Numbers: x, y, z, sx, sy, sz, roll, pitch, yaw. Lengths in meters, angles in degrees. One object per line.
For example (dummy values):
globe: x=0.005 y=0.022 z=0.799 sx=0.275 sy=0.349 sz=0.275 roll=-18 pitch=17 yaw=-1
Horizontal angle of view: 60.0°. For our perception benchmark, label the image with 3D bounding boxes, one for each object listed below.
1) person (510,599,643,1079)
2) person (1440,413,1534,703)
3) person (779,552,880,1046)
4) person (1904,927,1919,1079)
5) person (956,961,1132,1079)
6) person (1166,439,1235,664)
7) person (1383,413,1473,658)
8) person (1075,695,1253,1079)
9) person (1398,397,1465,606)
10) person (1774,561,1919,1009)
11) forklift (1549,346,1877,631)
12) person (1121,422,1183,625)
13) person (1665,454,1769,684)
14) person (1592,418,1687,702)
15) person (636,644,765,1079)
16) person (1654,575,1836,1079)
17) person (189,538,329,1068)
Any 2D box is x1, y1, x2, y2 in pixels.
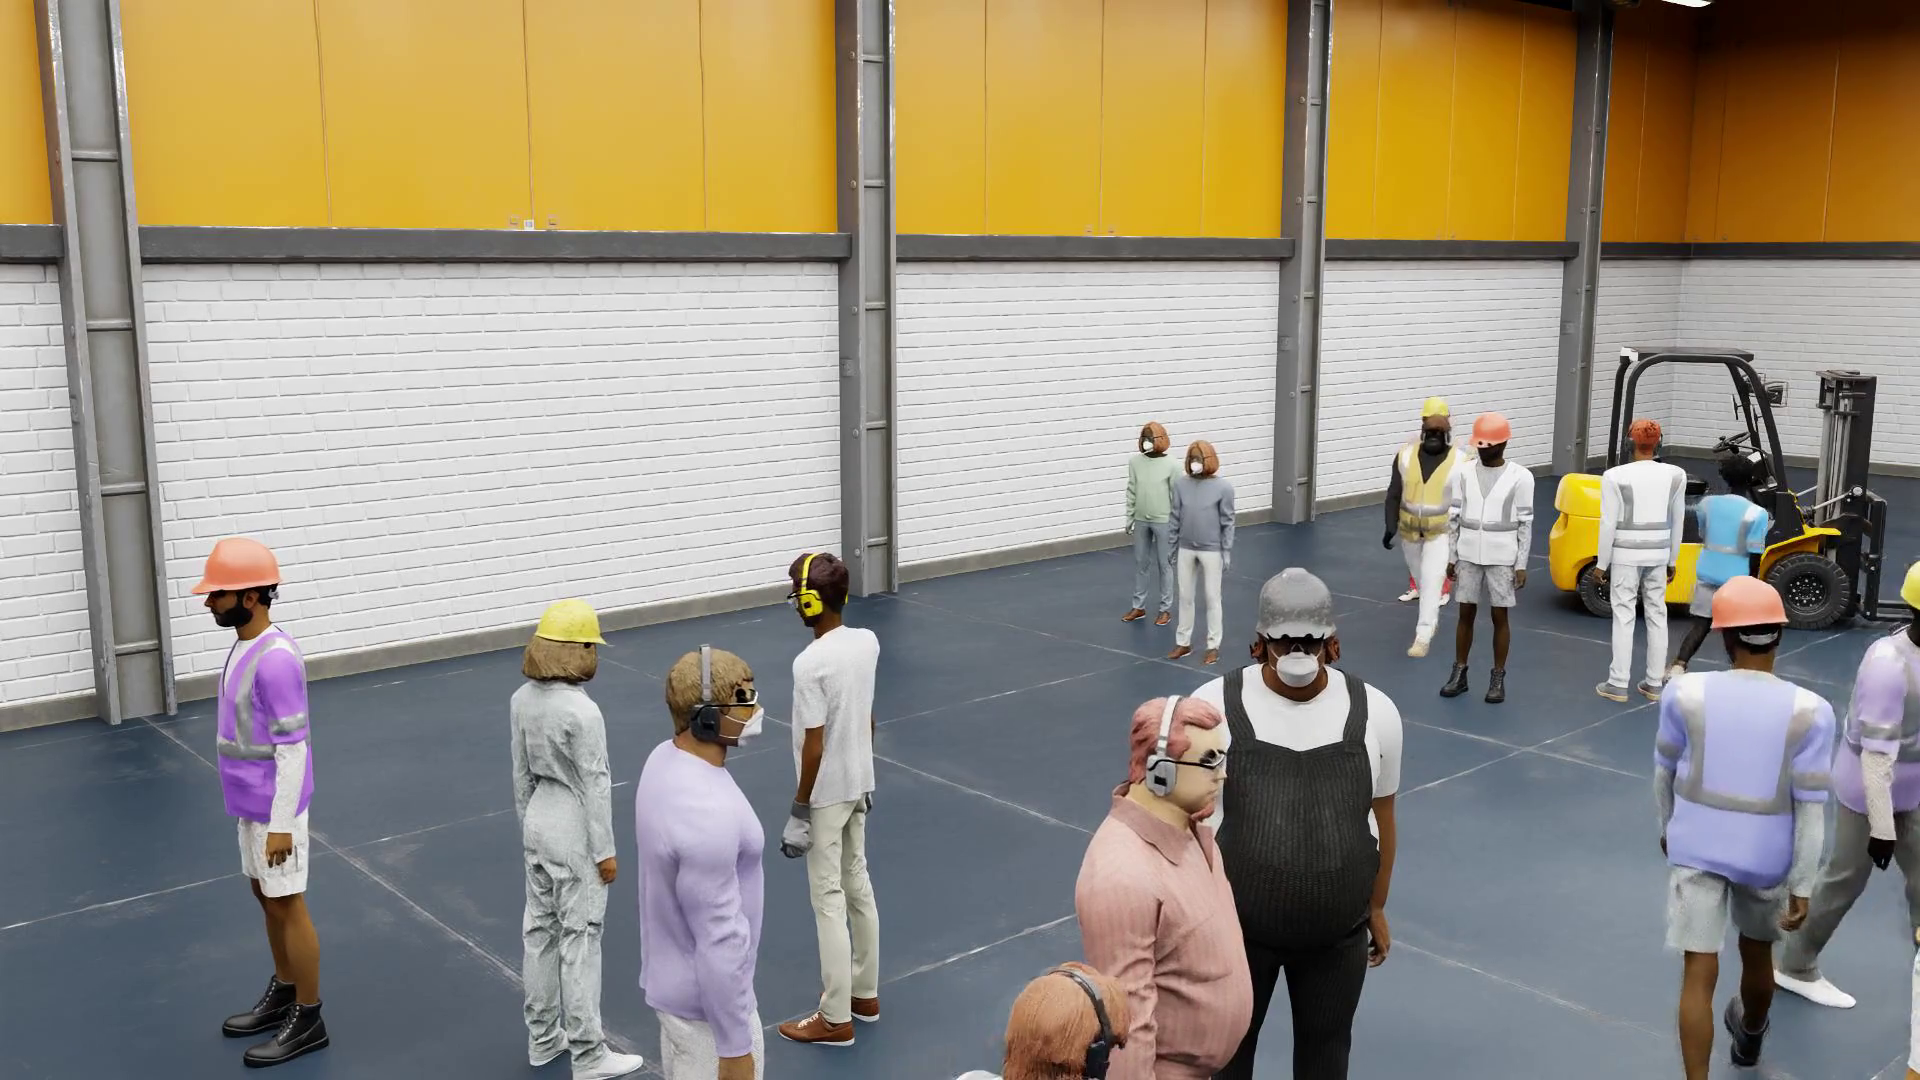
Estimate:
person: x=-1.392 y=1.070 z=5.972 sx=0.483 sy=1.735 sz=0.316 roll=8 pitch=13 yaw=40
person: x=3.477 y=0.117 z=10.990 sx=0.545 sy=1.927 sz=0.385 roll=7 pitch=12 yaw=35
person: x=-0.494 y=0.963 z=6.221 sx=0.328 sy=1.865 sz=0.517 roll=5 pitch=11 yaw=26
person: x=2.575 y=1.304 z=4.022 sx=0.363 sy=1.933 sz=0.543 roll=-9 pitch=13 yaw=-42
person: x=0.093 y=1.605 z=3.201 sx=0.554 sy=1.610 sz=0.788 roll=9 pitch=13 yaw=42
person: x=1.736 y=0.083 z=12.049 sx=0.507 sy=1.630 sz=0.268 roll=6 pitch=11 yaw=32
person: x=3.539 y=-0.071 z=12.528 sx=0.614 sy=1.797 sz=0.986 roll=7 pitch=12 yaw=34
person: x=0.505 y=1.310 z=4.070 sx=0.409 sy=1.907 sz=0.638 roll=3 pitch=10 yaw=17
person: x=3.986 y=-0.325 z=14.049 sx=0.535 sy=1.767 sz=0.315 roll=9 pitch=13 yaw=42
person: x=3.551 y=0.960 z=6.229 sx=0.629 sy=1.856 sz=0.941 roll=-7 pitch=12 yaw=-36
forklift: x=6.109 y=-0.478 z=13.691 sx=2.313 sy=2.155 sz=1.214 roll=3 pitch=10 yaw=16
person: x=1.547 y=-0.135 z=13.320 sx=0.501 sy=1.633 sz=0.286 roll=7 pitch=12 yaw=36
person: x=5.123 y=0.240 z=11.105 sx=0.860 sy=1.645 sz=0.522 roll=-7 pitch=12 yaw=-35
person: x=4.483 y=0.137 z=11.006 sx=0.574 sy=1.882 sz=0.361 roll=-1 pitch=10 yaw=-3
person: x=-0.670 y=1.227 z=4.452 sx=0.358 sy=1.938 sz=0.636 roll=-4 pitch=10 yaw=-20
person: x=2.658 y=1.049 z=5.715 sx=0.535 sy=1.870 sz=1.002 roll=4 pitch=10 yaw=22
person: x=-2.563 y=0.948 z=6.089 sx=0.356 sy=1.936 sz=0.551 roll=-7 pitch=12 yaw=-35
